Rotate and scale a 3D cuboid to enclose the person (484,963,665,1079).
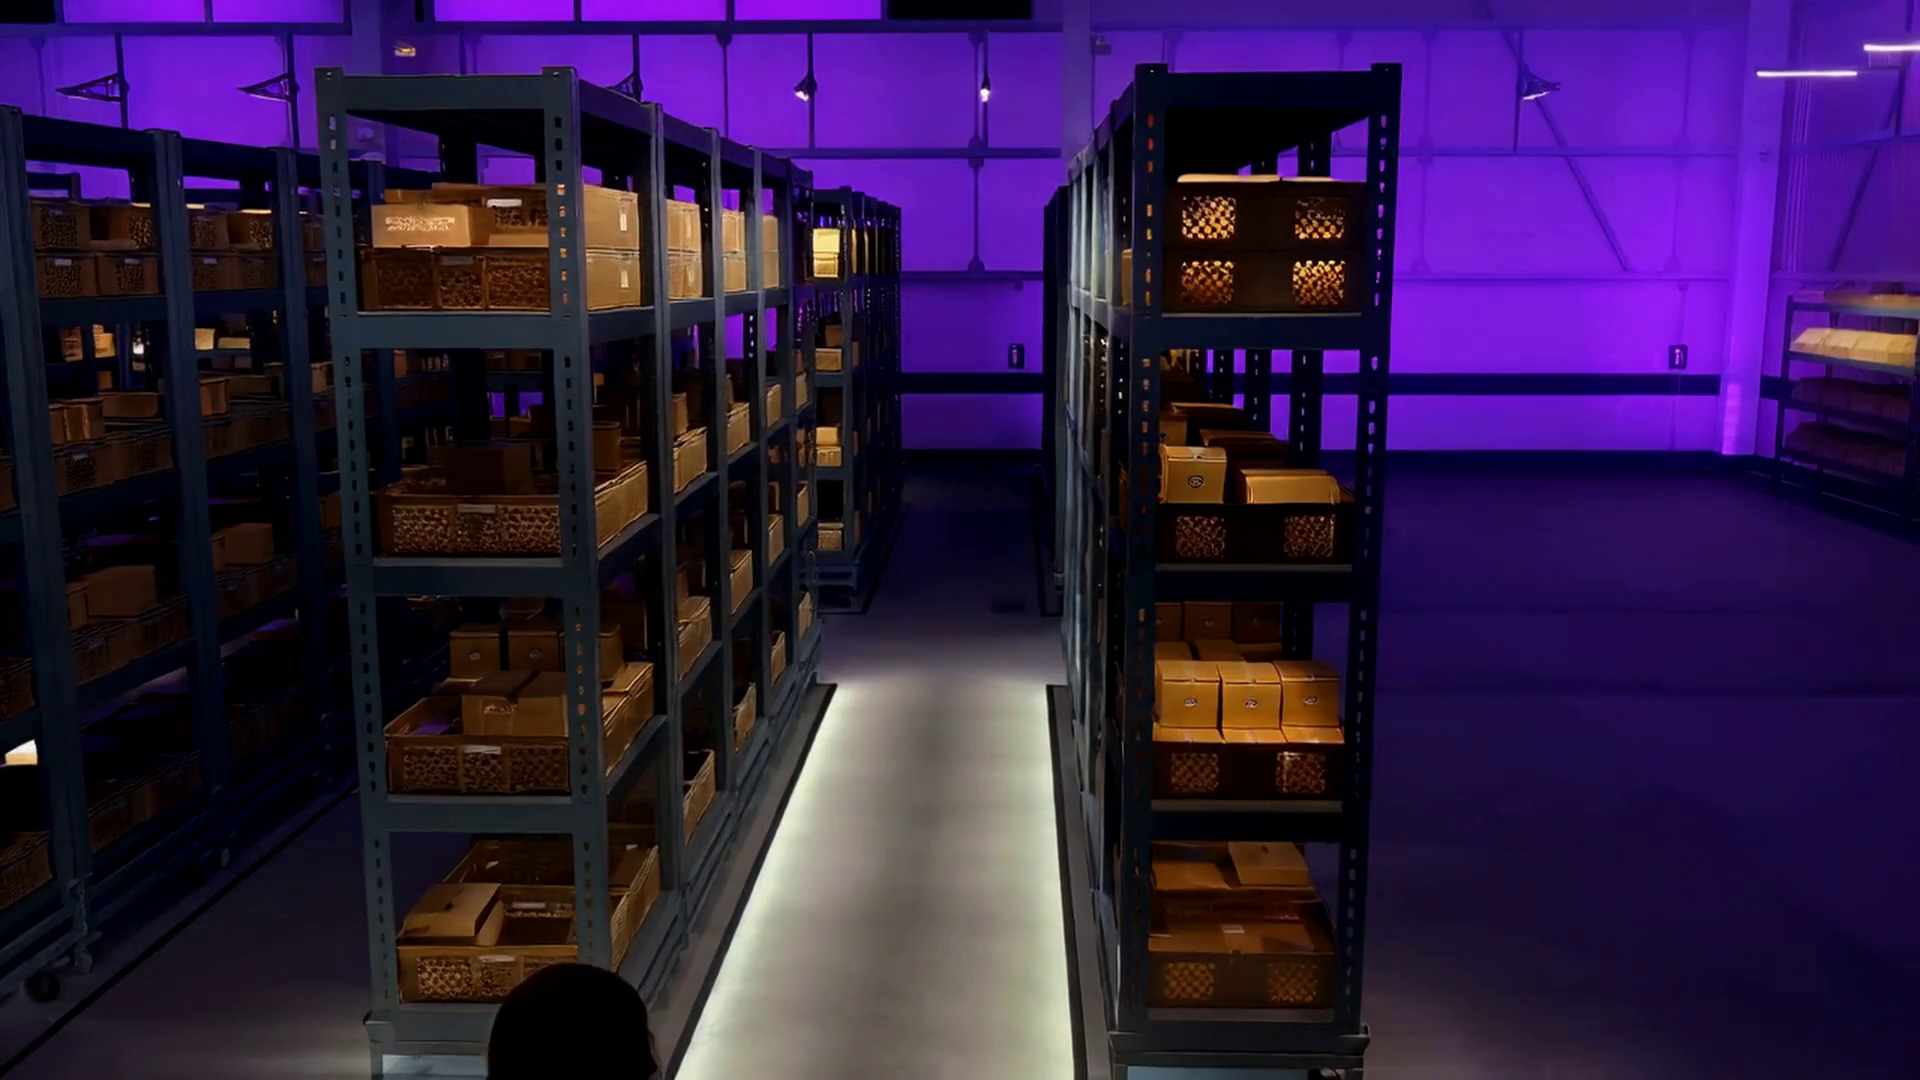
[{"bbox_3d":[-0.574,1.606,2.600,0.622,1.996,0.371,7,12,35],"label":"person"}]
